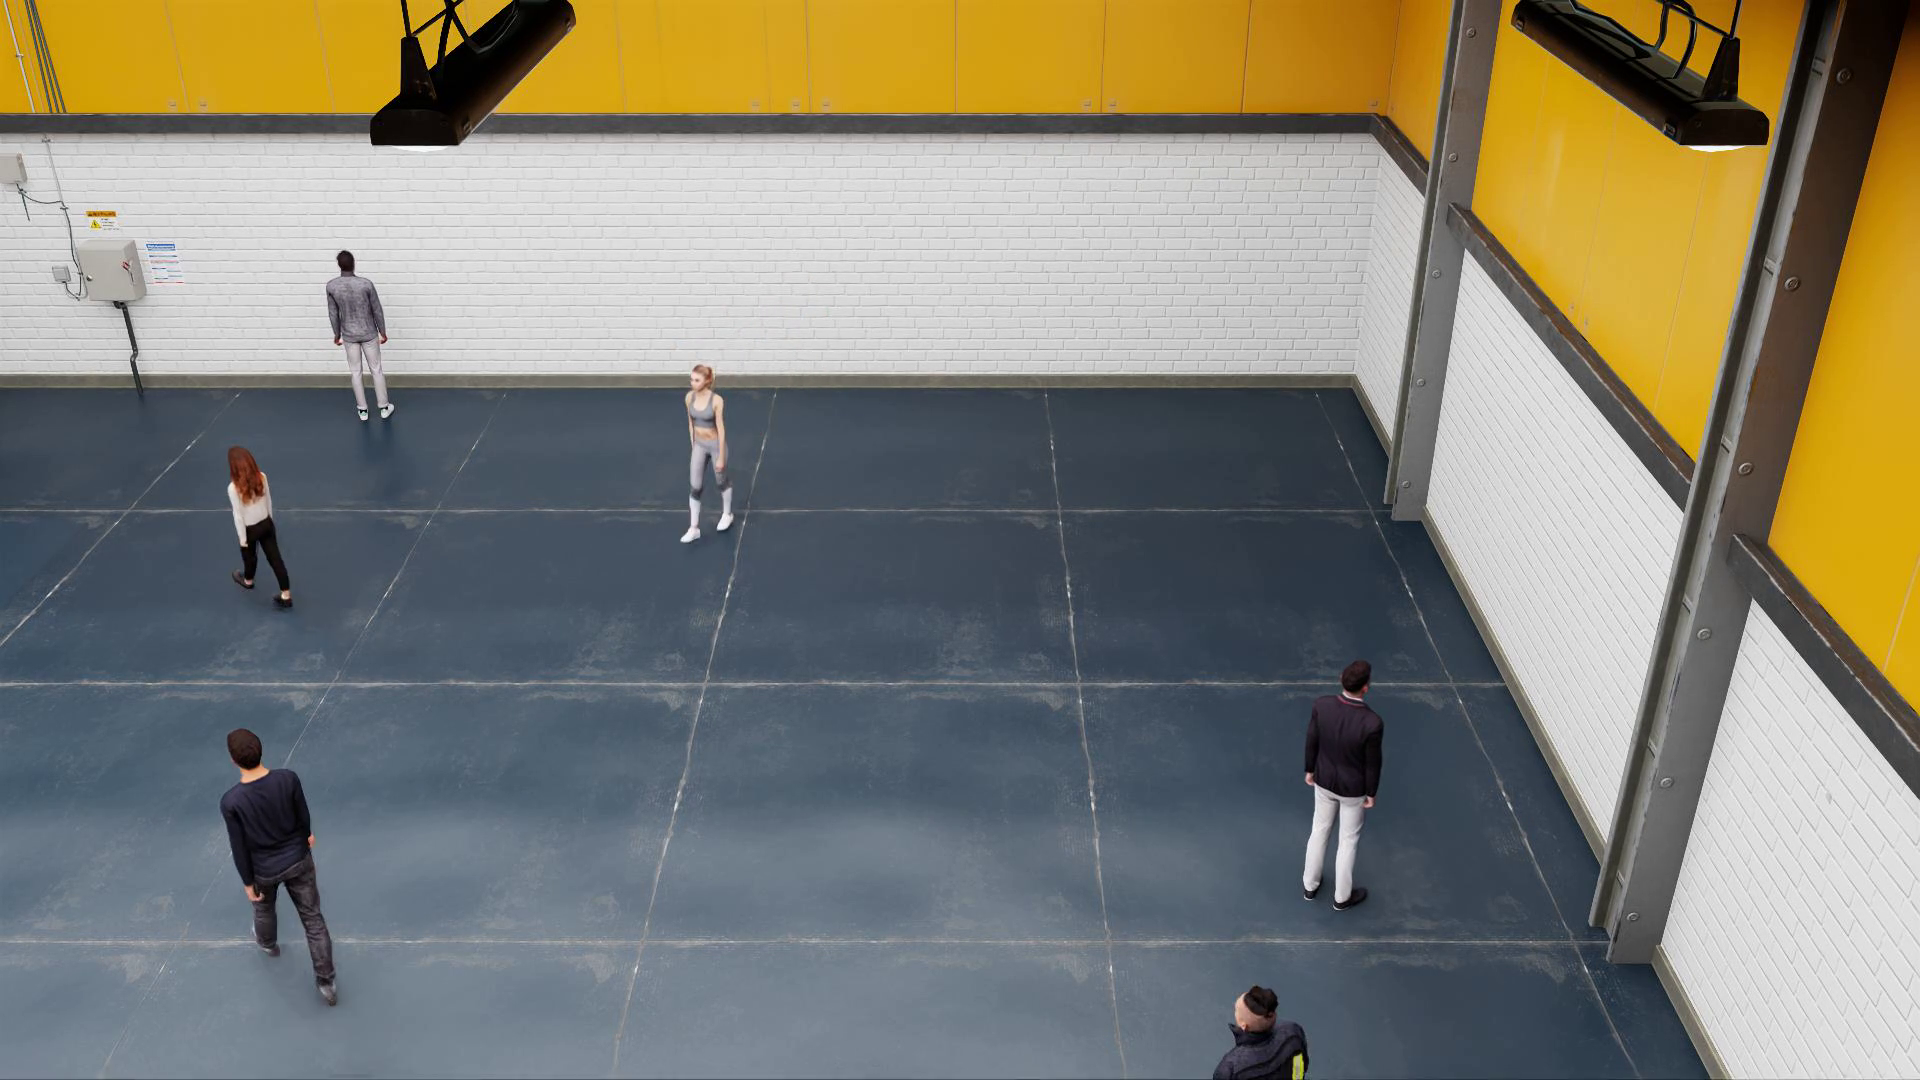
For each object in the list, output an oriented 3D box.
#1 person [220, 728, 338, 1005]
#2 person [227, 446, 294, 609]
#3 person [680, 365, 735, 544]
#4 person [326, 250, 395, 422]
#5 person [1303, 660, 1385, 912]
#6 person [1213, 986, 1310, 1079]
[{"bbox_3d":[-4.004,1.991,9.905,1.067,1.829,1.205,-19,34,-31],"label":"person"},{"bbox_3d":[-5.911,-0.075,14.095,0.967,1.444,0.988,18,34,30],"label":"person"},{"bbox_3d":[-2.241,-0.845,15.267,0.778,1.674,0.999,9,30,16],"label":"person"},{"bbox_3d":[-6.326,-2.159,17.503,0.741,1.839,0.632,-6,29,-11],"label":"person"},{"bbox_3d":[2.440,1.566,10.670,0.734,1.844,0.769,21,35,33],"label":"person"},{"bbox_3d":[1.494,2.928,8.170,0.965,1.845,1.057,-15,32,-25],"label":"person"}]
